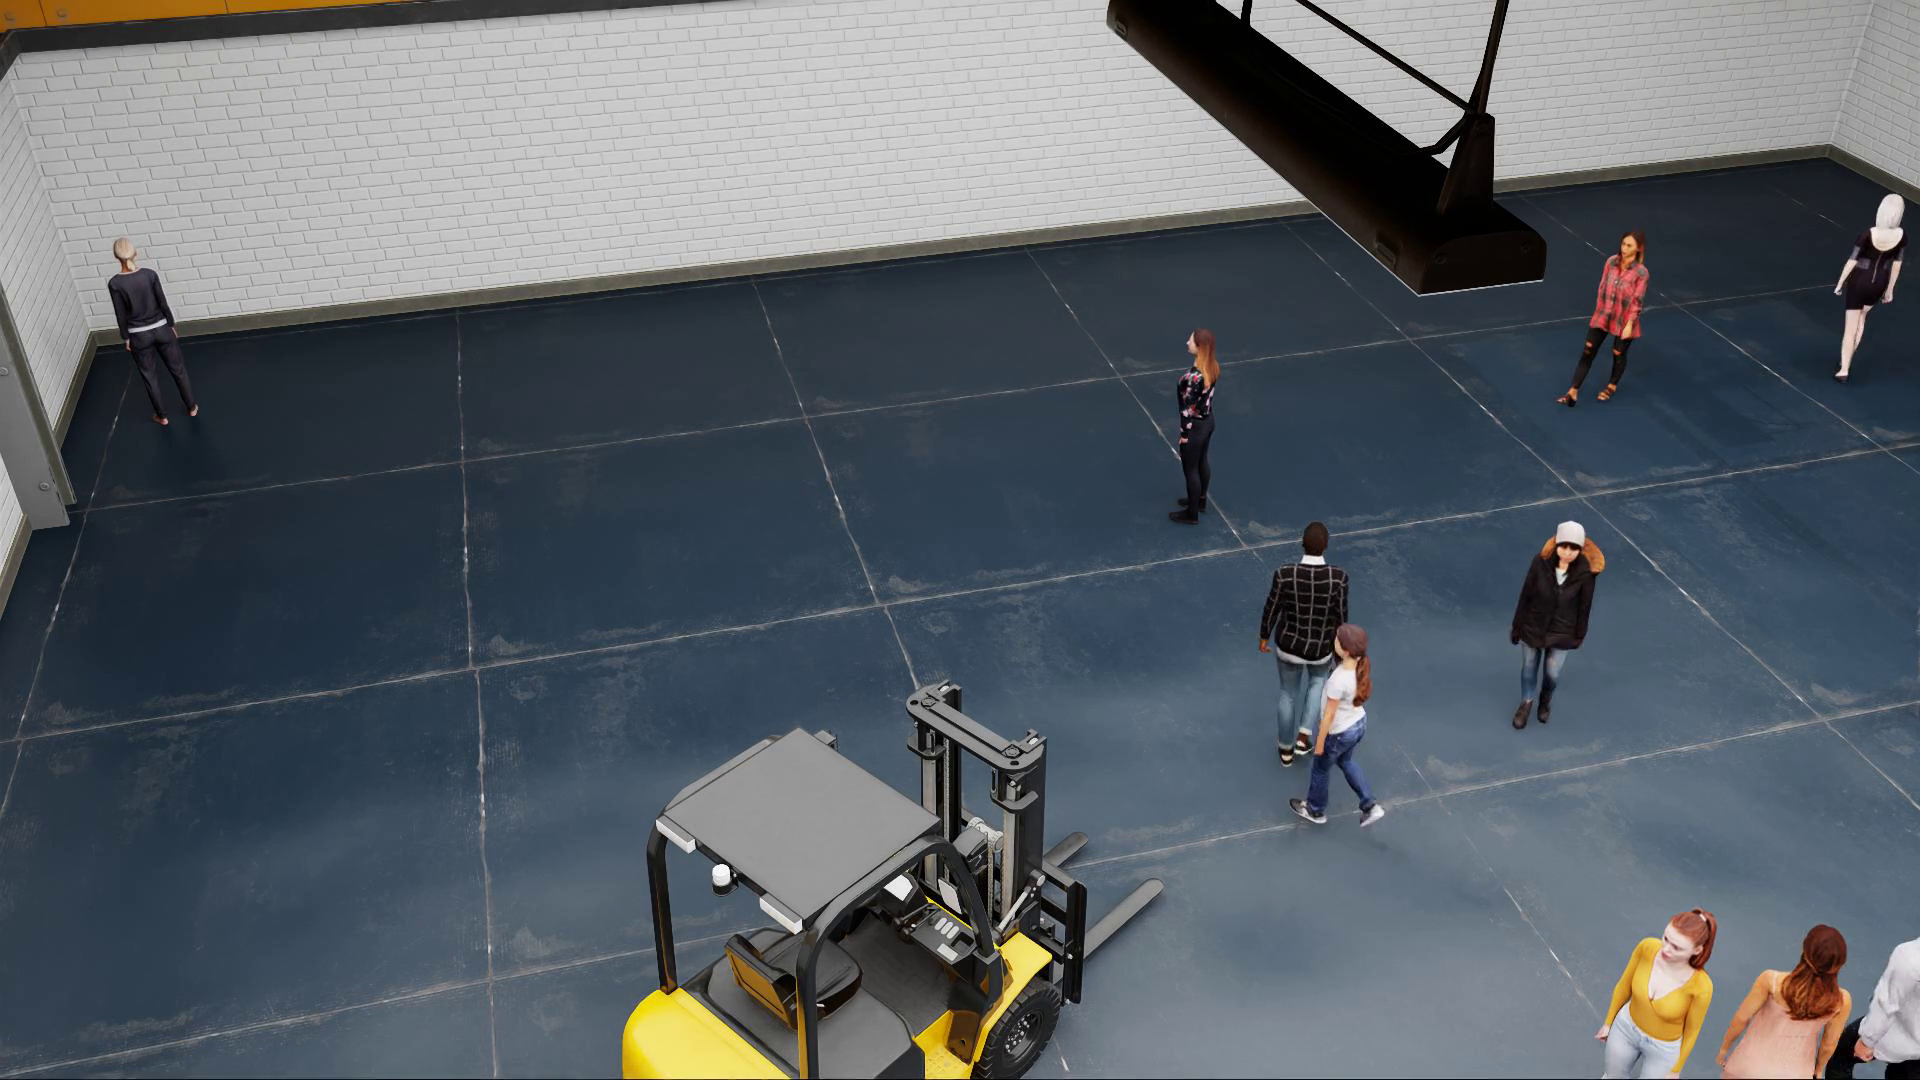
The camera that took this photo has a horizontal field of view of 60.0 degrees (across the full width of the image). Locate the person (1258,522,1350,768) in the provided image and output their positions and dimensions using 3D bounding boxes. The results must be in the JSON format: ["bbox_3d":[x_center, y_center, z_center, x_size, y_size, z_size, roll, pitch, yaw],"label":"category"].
[{"bbox_3d":[2.190,0.735,10.591,0.822,1.808,0.816,6,34,9],"label":"person"}]

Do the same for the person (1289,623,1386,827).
[{"bbox_3d":[2.384,1.167,10.170,0.772,1.553,0.928,-28,43,-35],"label":"person"}]

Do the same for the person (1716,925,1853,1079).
[{"bbox_3d":[3.826,2.545,7.859,0.947,1.817,1.053,13,36,19],"label":"person"}]

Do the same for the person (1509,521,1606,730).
[{"bbox_3d":[3.928,0.529,11.065,0.736,1.625,0.791,16,37,22],"label":"person"}]

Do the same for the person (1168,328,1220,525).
[{"bbox_3d":[1.889,-0.917,13.190,0.700,1.682,0.638,17,37,24],"label":"person"}]

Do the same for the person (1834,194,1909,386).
[{"bbox_3d":[8.223,-2.219,15.026,0.690,1.817,0.705,1,34,2],"label":"person"}]

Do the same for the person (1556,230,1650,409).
[{"bbox_3d":[5.878,-1.966,14.777,0.940,1.672,1.032,-24,40,-31],"label":"person"}]

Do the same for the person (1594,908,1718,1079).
[{"bbox_3d":[3.343,2.440,8.078,0.716,1.750,0.593,-23,40,-30],"label":"person"}]

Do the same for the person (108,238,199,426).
[{"bbox_3d":[-7.083,-1.831,14.525,0.666,1.725,0.634,-20,39,-28],"label":"person"}]
